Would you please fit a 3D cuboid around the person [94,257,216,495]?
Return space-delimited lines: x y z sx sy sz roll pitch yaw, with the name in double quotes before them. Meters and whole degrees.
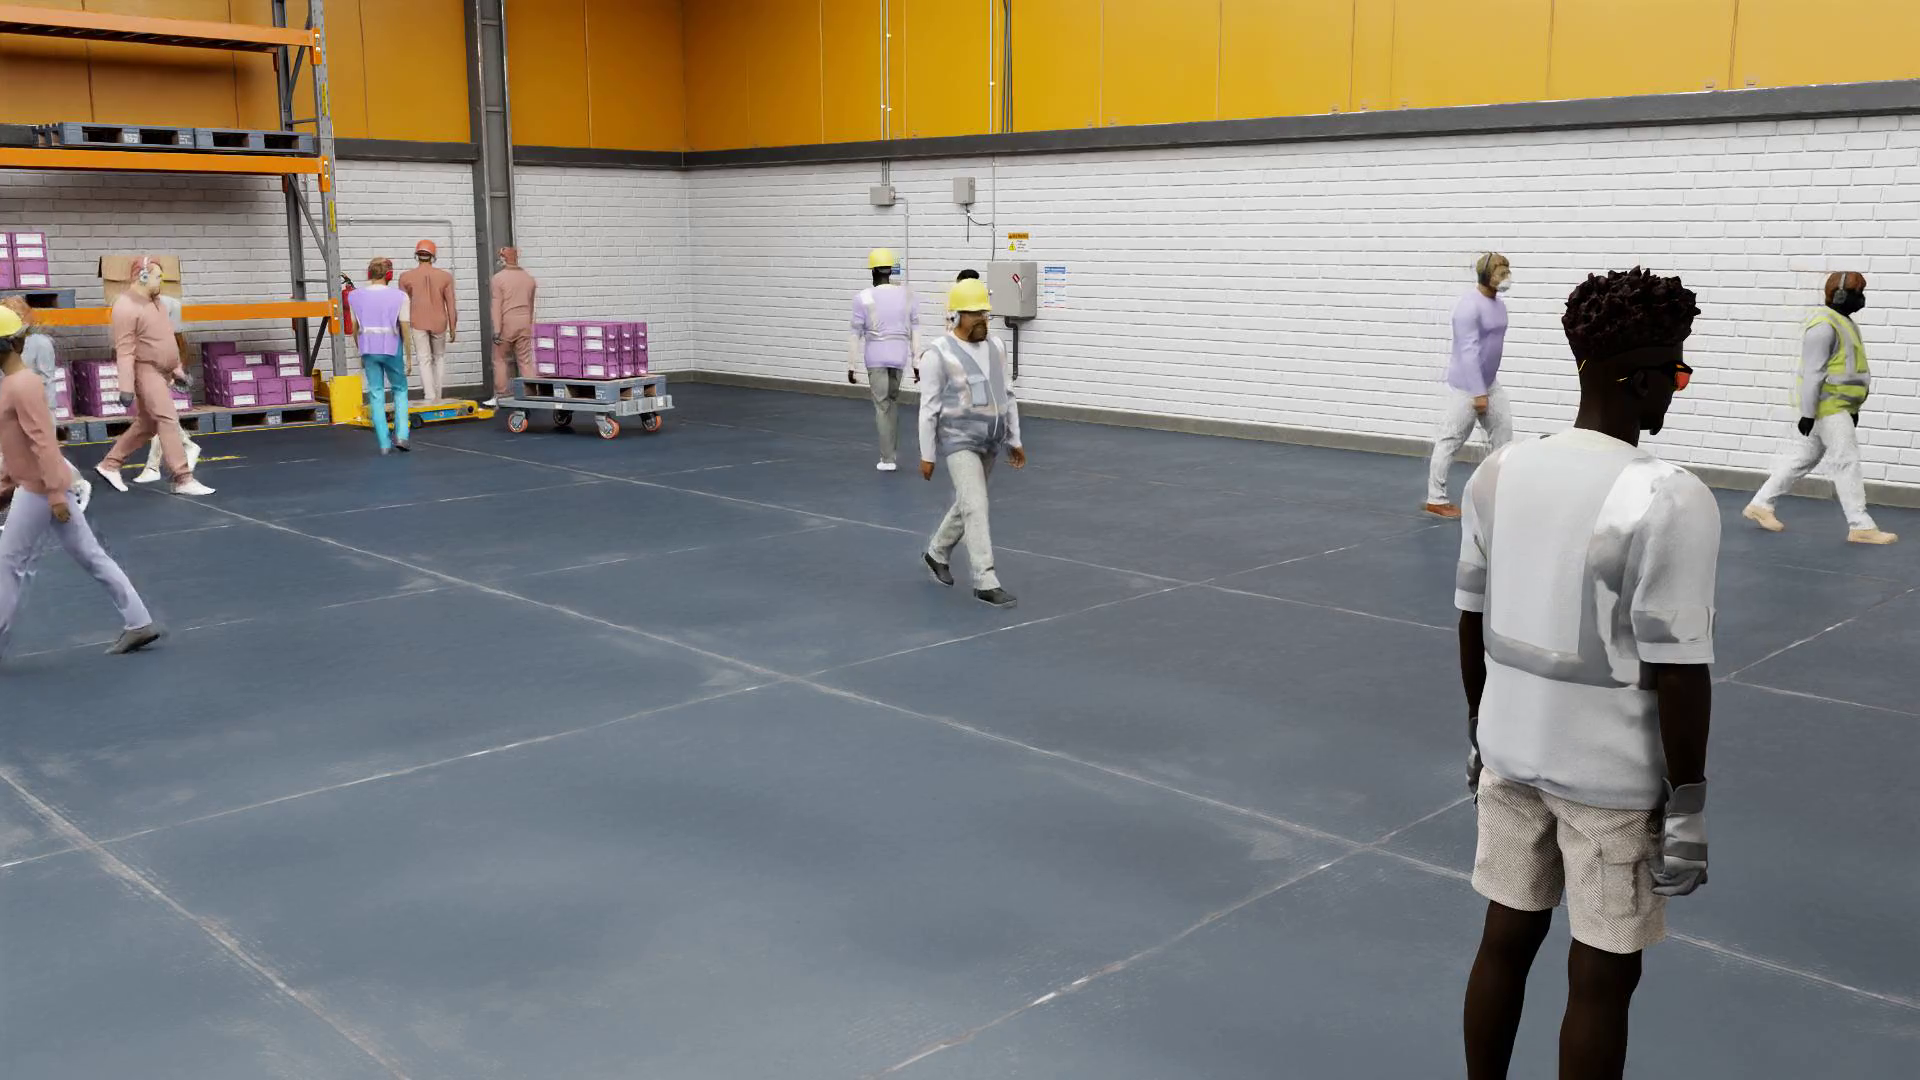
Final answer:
"person" -6.371 -1.281 13.014 0.948 1.865 0.642 -1 10 -6

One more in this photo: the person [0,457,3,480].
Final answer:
"person" -7.167 -0.960 11.951 0.505 1.607 0.768 6 12 28

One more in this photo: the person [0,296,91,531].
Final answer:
"person" -6.477 -0.904 11.648 0.503 1.608 0.729 2 11 11

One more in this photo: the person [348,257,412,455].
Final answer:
"person" -5.347 -1.703 15.447 0.557 1.819 0.584 -1 10 -8

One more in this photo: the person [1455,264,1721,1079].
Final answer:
"person" 1.253 0.440 3.347 0.362 1.963 0.613 -5 11 -25

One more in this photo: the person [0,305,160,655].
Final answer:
"person" -4.323 -0.244 7.809 0.982 1.712 0.540 -5 12 -27

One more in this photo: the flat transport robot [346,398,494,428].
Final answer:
"flat transport robot" -5.784 -1.370 17.846 0.652 0.197 1.431 7 12 33

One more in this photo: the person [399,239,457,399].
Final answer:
"person" -6.136 -2.453 19.102 0.650 1.968 0.665 -6 12 -28

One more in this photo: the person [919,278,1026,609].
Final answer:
"person" 0.029 -0.562 9.288 0.595 1.798 0.883 -10 14 -44

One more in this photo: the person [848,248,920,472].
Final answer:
"person" -0.690 -1.556 14.382 0.623 1.903 0.684 -5 12 -26

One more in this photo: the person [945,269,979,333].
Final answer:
"person" 0.072 -1.790 16.238 0.318 1.699 0.535 8 13 39

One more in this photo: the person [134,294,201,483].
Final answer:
"person" -6.701 -1.432 13.923 0.531 1.839 0.893 2 11 11

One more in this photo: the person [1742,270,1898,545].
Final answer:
"person" 5.783 -0.900 11.124 0.963 1.802 0.634 8 13 36

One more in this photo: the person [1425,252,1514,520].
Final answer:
"person" 3.708 -1.043 11.609 0.961 1.894 0.646 10 14 43

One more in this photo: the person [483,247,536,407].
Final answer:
"person" -5.302 -2.486 19.538 0.626 1.879 0.690 8 13 36
